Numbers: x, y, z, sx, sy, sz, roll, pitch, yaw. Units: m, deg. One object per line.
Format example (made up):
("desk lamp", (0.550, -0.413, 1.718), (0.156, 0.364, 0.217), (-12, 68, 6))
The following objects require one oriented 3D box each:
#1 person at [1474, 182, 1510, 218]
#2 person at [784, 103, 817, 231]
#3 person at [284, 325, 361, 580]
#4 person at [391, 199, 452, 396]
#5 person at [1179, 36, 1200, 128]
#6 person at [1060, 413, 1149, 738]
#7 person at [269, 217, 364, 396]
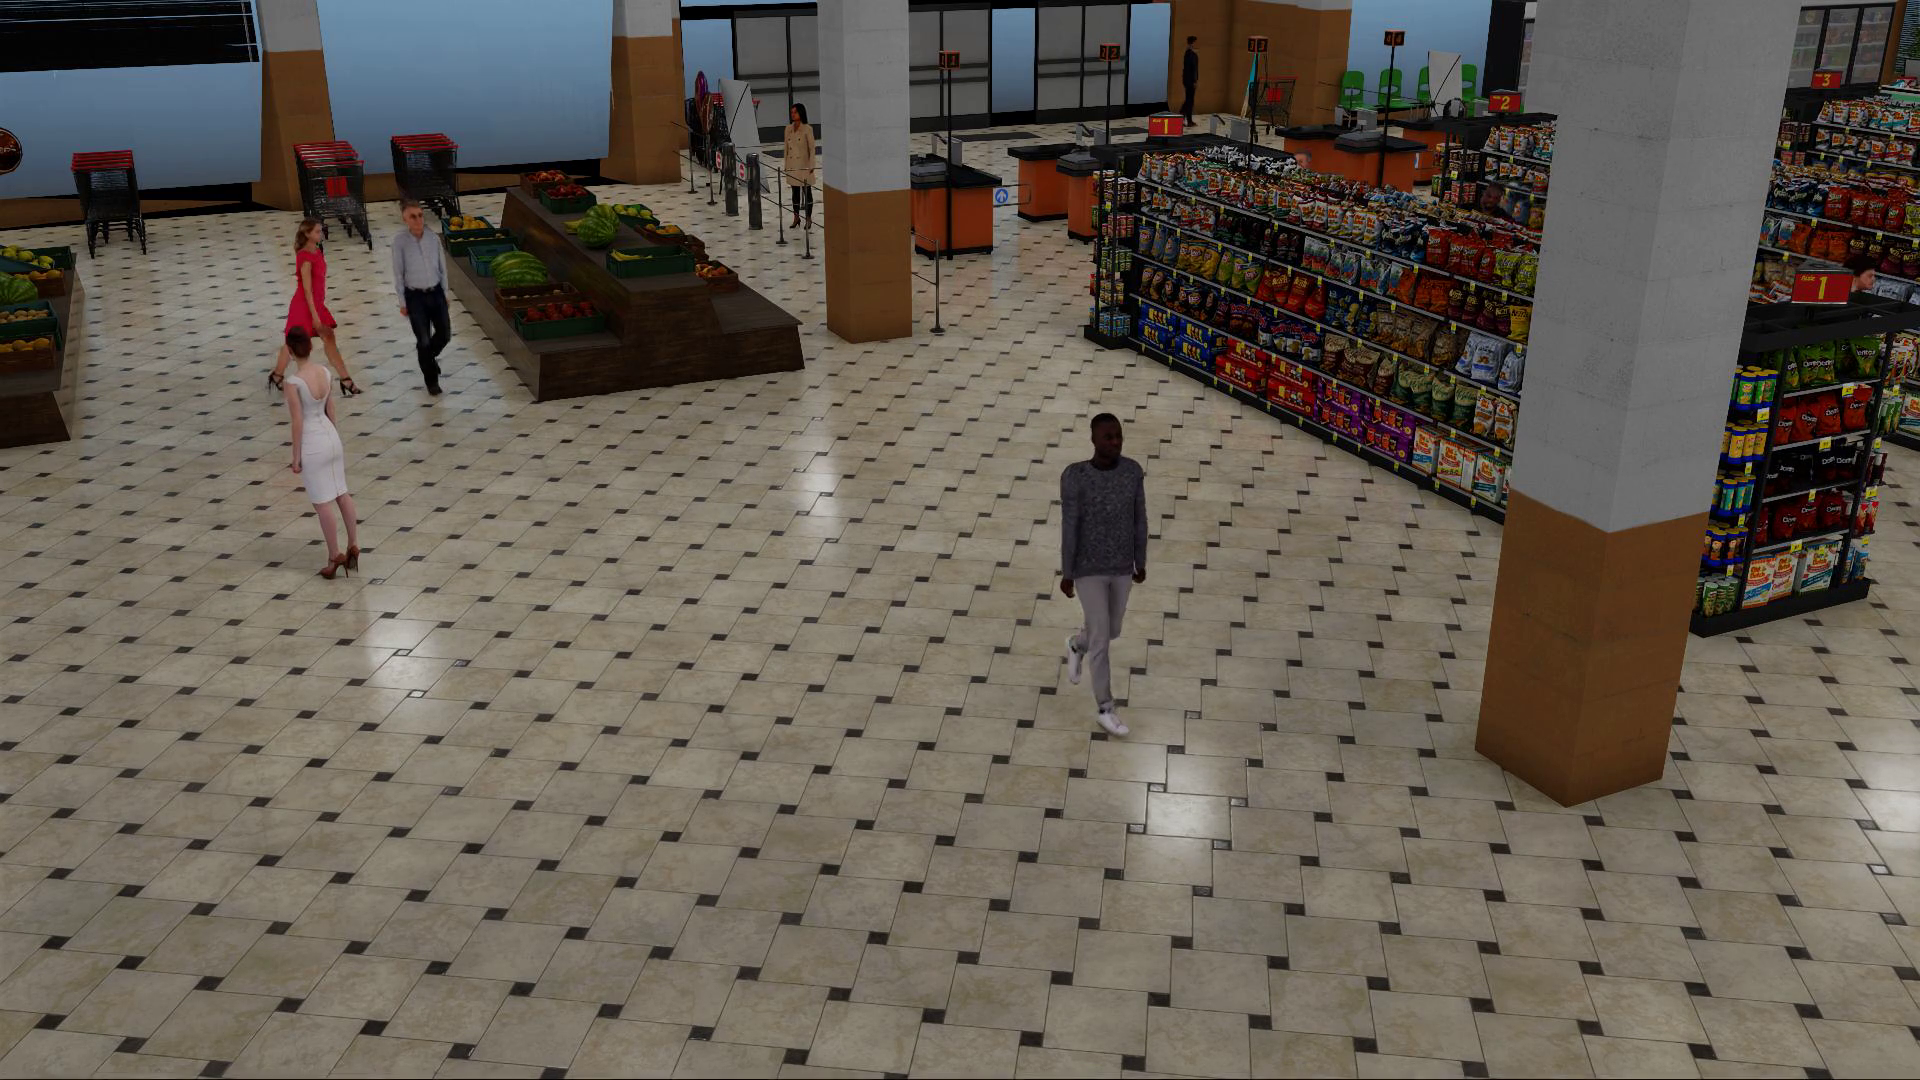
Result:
("person", (5.174, -2.577, 16.265), (0.764, 1.779, 0.890), (-8, 23, -20))
("person", (-2.172, -5.081, 22.629), (0.678, 1.681, 0.775), (11, 25, 26))
("person", (-4.354, -0.595, 11.314), (0.696, 1.792, 0.645), (9, 24, 21))
("person", (-5.024, -2.278, 15.480), (0.763, 1.808, 0.934), (-16, 27, -34))
("person", (4.395, -8.742, 31.710), (0.929, 1.702, 0.803), (-6, 23, -14))
("person", (0.773, 0.146, 9.439), (0.676, 1.816, 1.043), (-10, 24, -23))
("person", (-6.052, -2.092, 15.225), (0.989, 1.653, 1.126), (0, 22, 0))
